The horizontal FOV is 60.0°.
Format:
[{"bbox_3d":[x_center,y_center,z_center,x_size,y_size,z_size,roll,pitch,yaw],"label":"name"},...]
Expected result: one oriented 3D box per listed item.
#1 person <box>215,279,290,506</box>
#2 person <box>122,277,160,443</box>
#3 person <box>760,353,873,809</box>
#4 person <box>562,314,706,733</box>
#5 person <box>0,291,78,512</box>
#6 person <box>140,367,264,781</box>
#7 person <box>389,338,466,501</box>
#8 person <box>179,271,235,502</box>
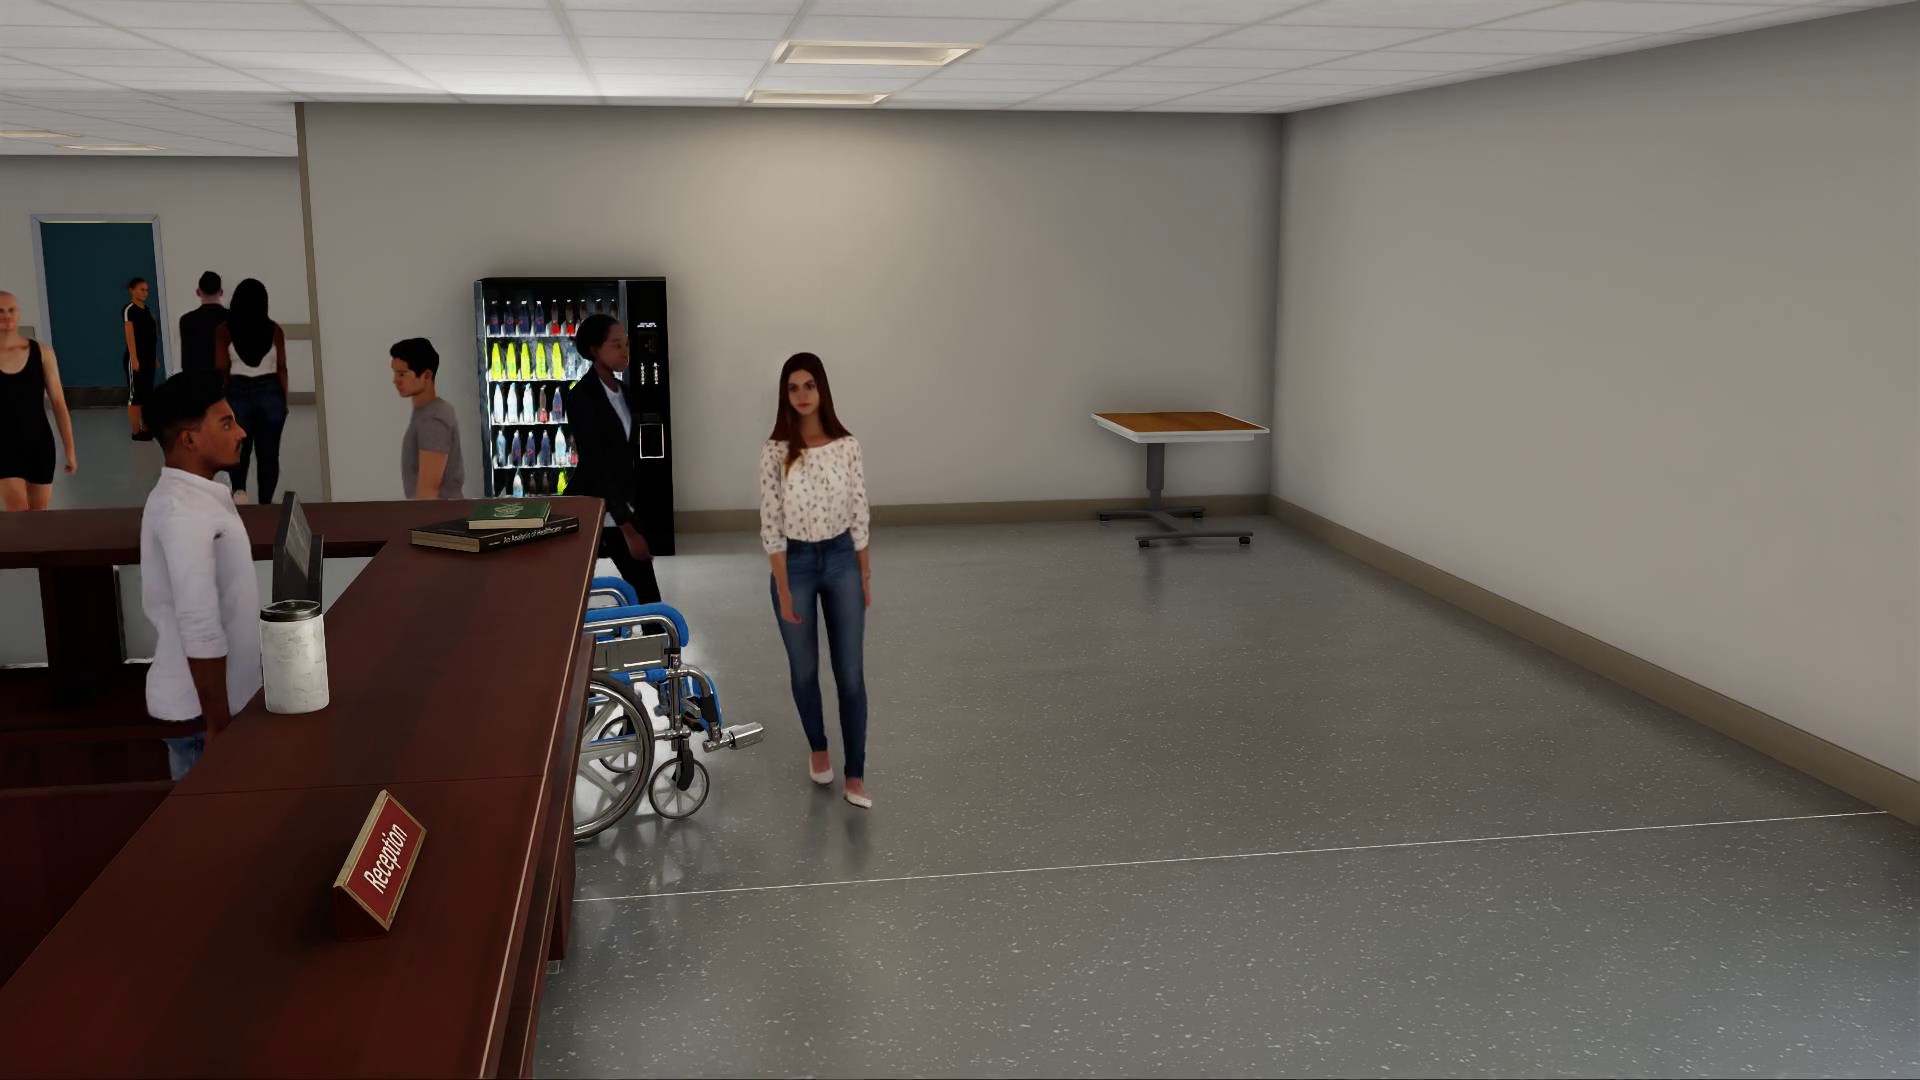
[{"bbox_3d":[-5.082,-0.967,12.009,0.688,1.794,0.735,-4,11,-21],"label":"person"},{"bbox_3d":[-8.431,-1.868,17.092,0.581,1.669,0.625,1,11,3],"label":"person"},{"bbox_3d":[-0.576,0.139,6.440,0.895,1.698,0.640,-2,11,-12],"label":"person"},{"bbox_3d":[-1.595,-0.009,6.983,1.179,1.785,1.005,5,12,22],"label":"person"},{"bbox_3d":[-5.516,-0.531,9.747,1.199,1.780,1.115,-9,14,-39],"label":"person"},{"bbox_3d":[-2.143,0.435,4.605,1.058,1.799,0.793,-5,12,-23],"label":"person"},{"bbox_3d":[-2.291,-0.056,7.567,1.084,1.661,0.756,-3,11,-13],"label":"person"},{"bbox_3d":[-5.674,-1.113,12.774,1.247,1.795,0.981,-5,12,-26],"label":"person"}]
